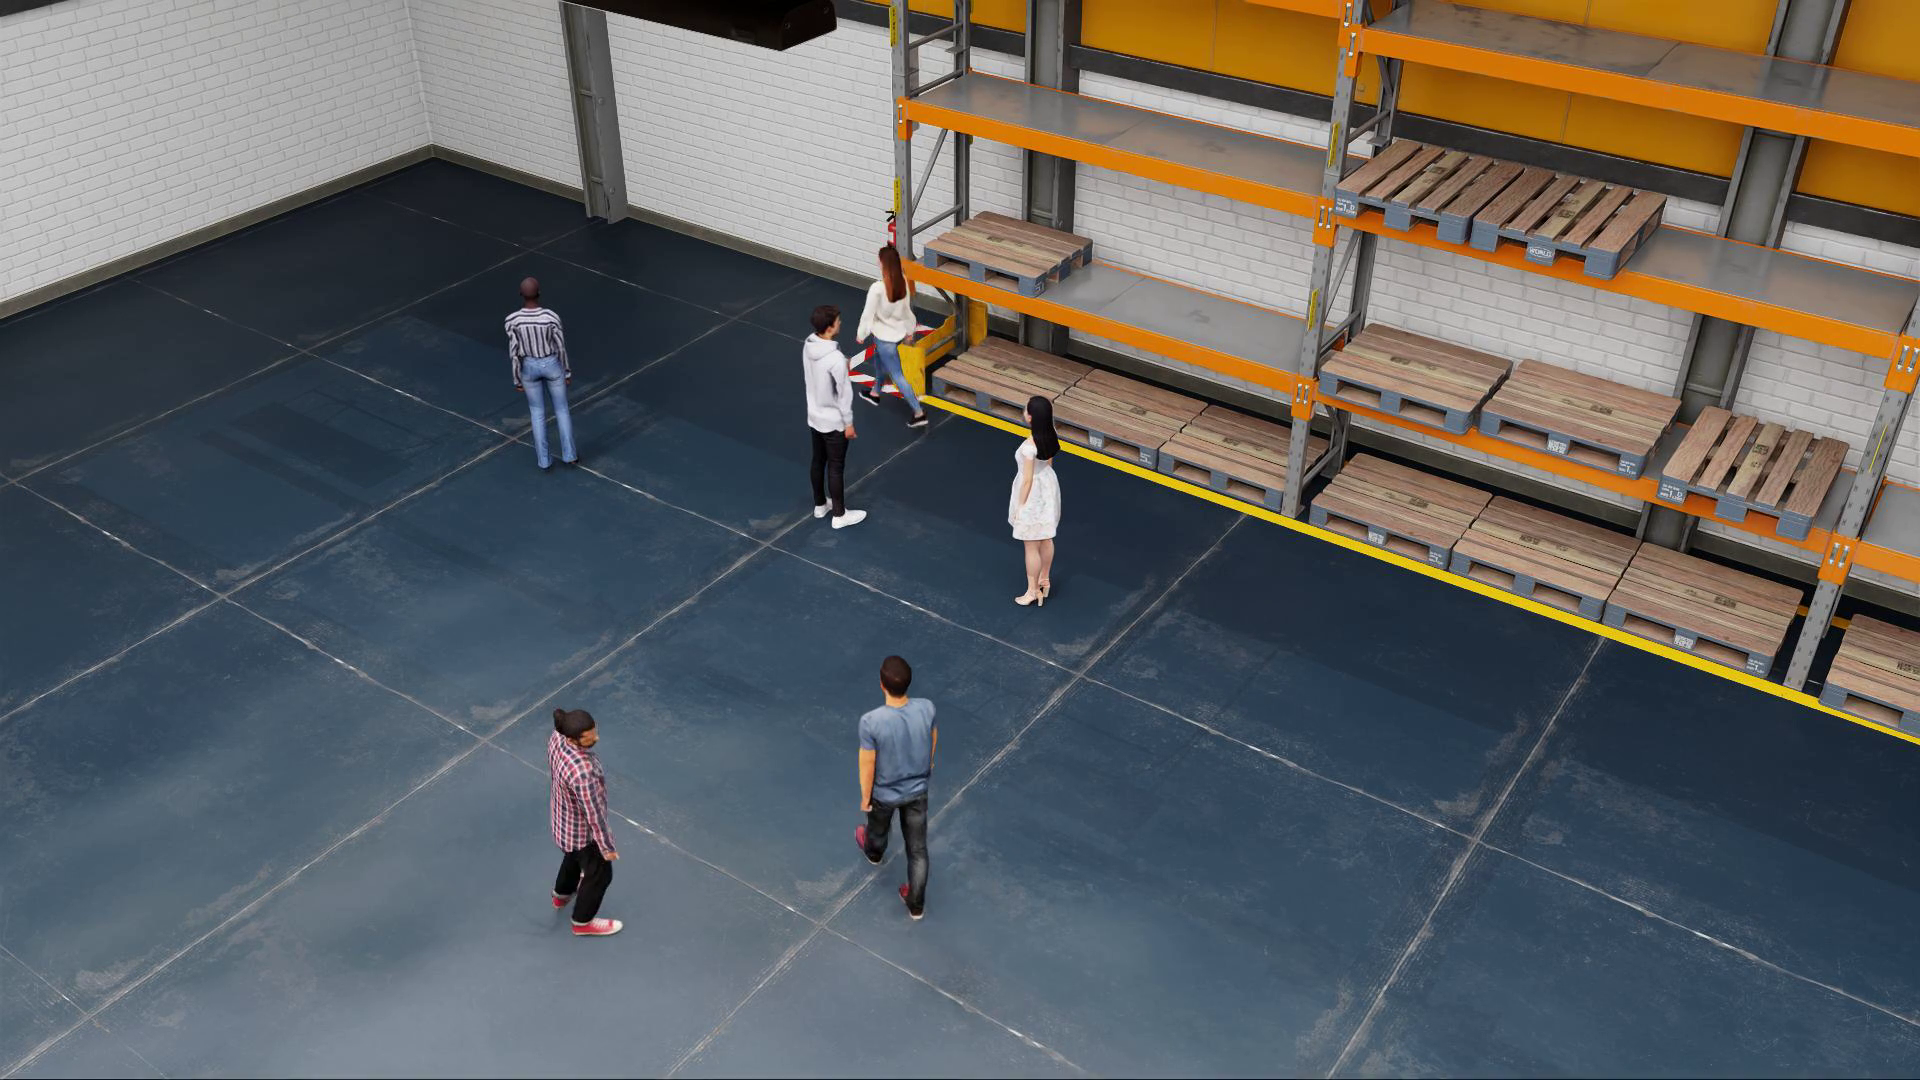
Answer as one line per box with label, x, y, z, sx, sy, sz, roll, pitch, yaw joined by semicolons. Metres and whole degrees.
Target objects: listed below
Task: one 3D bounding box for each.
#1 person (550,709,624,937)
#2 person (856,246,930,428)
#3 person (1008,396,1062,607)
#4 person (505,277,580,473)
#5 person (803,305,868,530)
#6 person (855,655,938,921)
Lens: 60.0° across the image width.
person;-2.230;1.635;9.632;0.720;1.725;0.984;28;43;35
person;-0.570;-1.757;14.807;1.160;1.645;0.654;24;40;31
person;0.569;-0.291;12.485;0.628;1.775;0.645;19;38;27
person;-3.541;-1.396;14.129;0.704;1.795;0.755;-7;34;-10
person;-1.069;-1.003;13.416;0.788;1.929;0.607;-26;41;-33
person;-0.321;1.503;9.777;1.011;1.784;1.152;-13;36;-19
